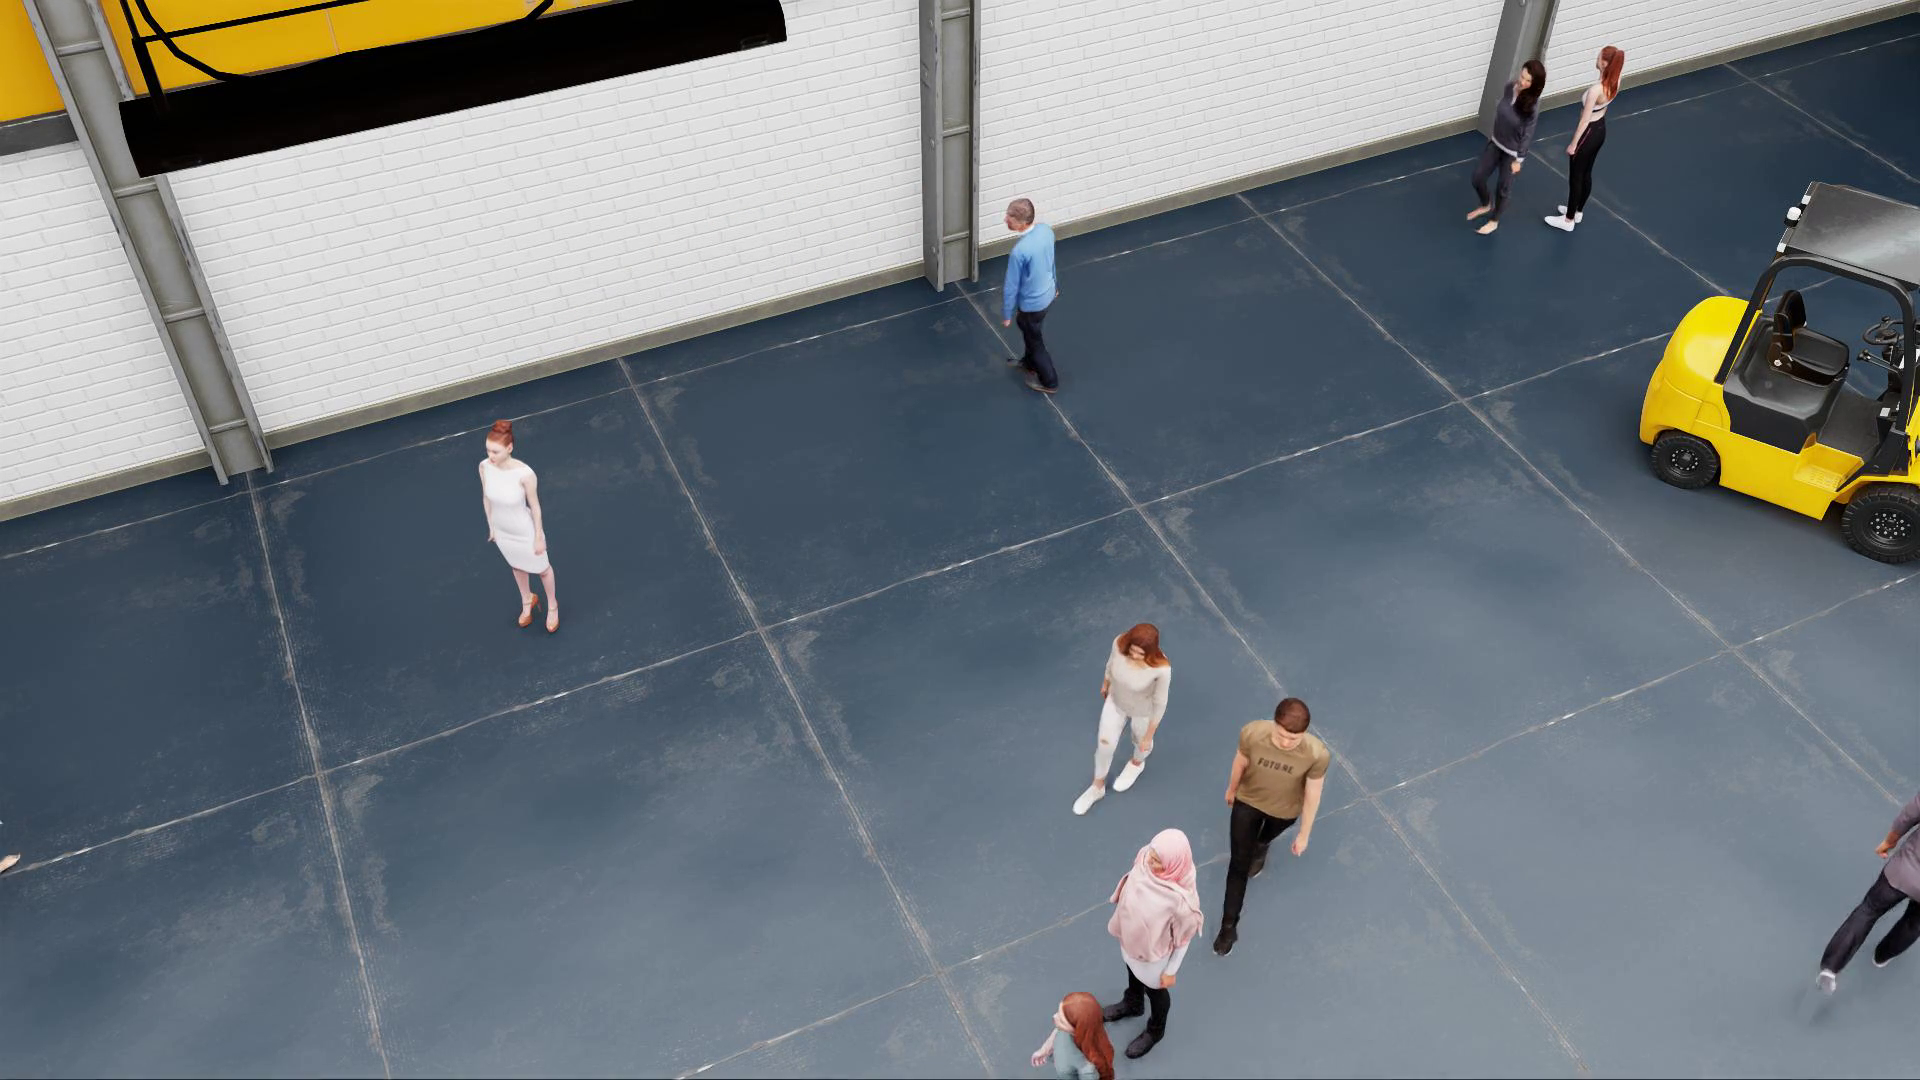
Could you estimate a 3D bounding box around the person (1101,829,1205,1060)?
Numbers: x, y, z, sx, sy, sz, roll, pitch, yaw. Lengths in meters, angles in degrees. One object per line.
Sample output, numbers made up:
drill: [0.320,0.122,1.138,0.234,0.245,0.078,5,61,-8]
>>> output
person: [1.007,2.095,8.721,0.600,1.804,0.634,-21,47,-20]

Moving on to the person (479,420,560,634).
person: [-2.907,-0.068,11.001,0.615,1.792,0.682,13,45,13]

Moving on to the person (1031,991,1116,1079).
person: [0.668,2.714,8.156,1.203,1.686,0.973,4,44,4]

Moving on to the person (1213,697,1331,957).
person: [1.784,1.432,9.423,1.235,1.796,1.271,14,45,14]

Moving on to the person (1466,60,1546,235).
person: [4.827,-3.461,14.589,0.626,1.753,0.688,-16,46,-16]

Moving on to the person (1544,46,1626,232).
person: [5.559,-3.544,14.686,0.556,1.740,0.701,-33,53,-30]

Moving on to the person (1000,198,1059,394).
person: [0.635,-1.884,12.918,0.954,1.776,0.889,29,51,27]

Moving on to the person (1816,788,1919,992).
person: [5.161,1.850,8.961,1.109,1.827,0.844,-29,51,-27]

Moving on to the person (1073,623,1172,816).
person: [1.102,0.955,10.014,0.879,1.670,0.981,31,52,29]
